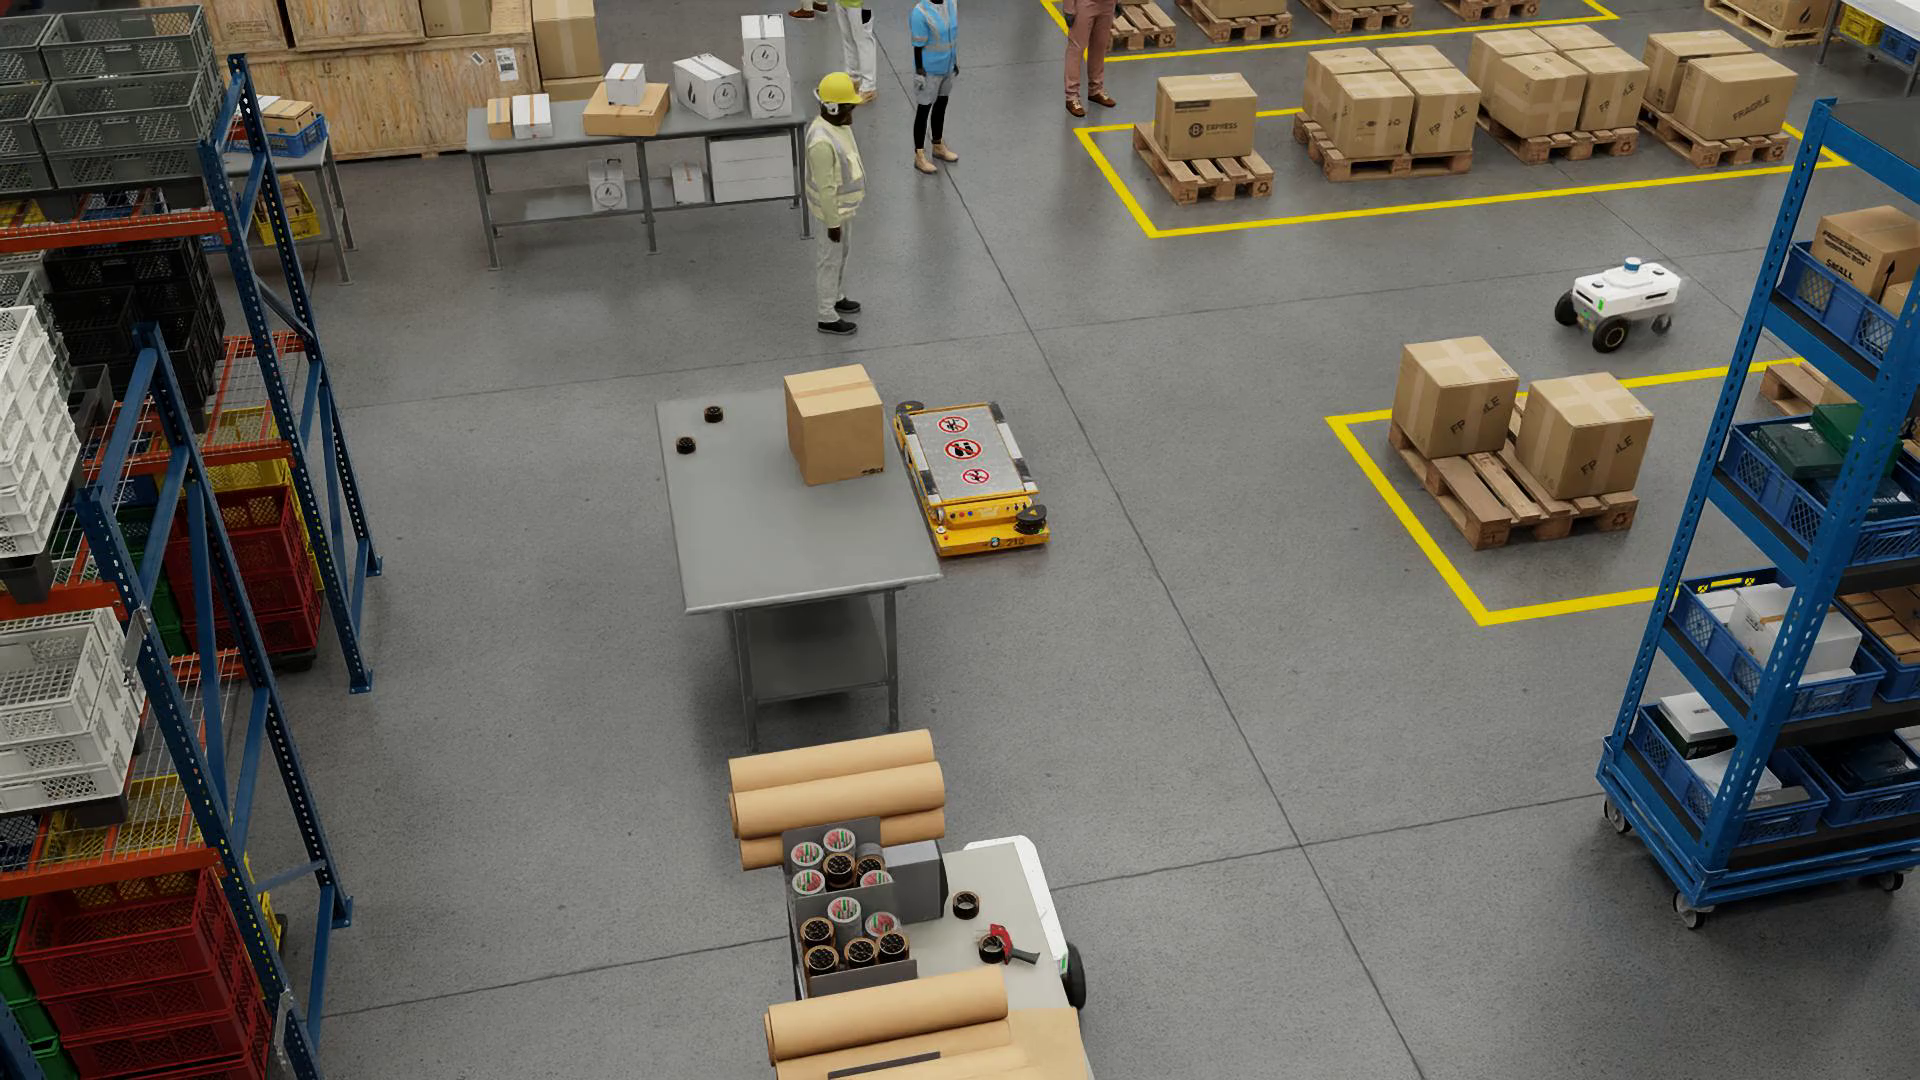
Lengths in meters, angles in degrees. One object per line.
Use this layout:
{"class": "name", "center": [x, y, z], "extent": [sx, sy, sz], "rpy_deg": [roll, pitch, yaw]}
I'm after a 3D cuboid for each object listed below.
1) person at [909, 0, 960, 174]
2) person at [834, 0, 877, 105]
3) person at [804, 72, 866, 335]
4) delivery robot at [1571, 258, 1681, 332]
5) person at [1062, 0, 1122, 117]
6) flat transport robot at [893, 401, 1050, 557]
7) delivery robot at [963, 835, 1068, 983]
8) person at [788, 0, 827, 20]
{"class": "person", "center": [-0.194, -3.842, 13.507], "extent": [0.319, 1.695, 0.539], "rpy_deg": [25, 43, 30]}
{"class": "person", "center": [-0.954, -4.777, 14.646], "extent": [0.429, 1.839, 0.629], "rpy_deg": [-19, 41, -24]}
{"class": "person", "center": [-0.837, -2.291, 11.326], "extent": [0.403, 1.823, 0.588], "rpy_deg": [5, 37, 7]}
{"class": "delivery robot", "center": [4.613, -1.720, 11.531], "extent": [0.707, 0.478, 0.477], "rpy_deg": [-13, 39, -17]}
{"class": "person", "center": [1.165, -4.669, 14.448], "extent": [0.641, 1.905, 0.410], "rpy_deg": [-24, 43, -29]}
{"class": "flat transport robot", "center": [0.046, -0.430, 10.108], "extent": [0.652, 0.197, 1.431], "rpy_deg": [-8, 37, -10]}
{"class": "delivery robot", "center": [0.221, 1.590, 7.081], "extent": [0.477, 0.478, 0.707], "rpy_deg": [-7, 37, -9]}
{"class": "person", "center": [-1.552, -6.090, 16.386], "extent": [0.335, 1.873, 0.521], "rpy_deg": [27, 44, 31]}
